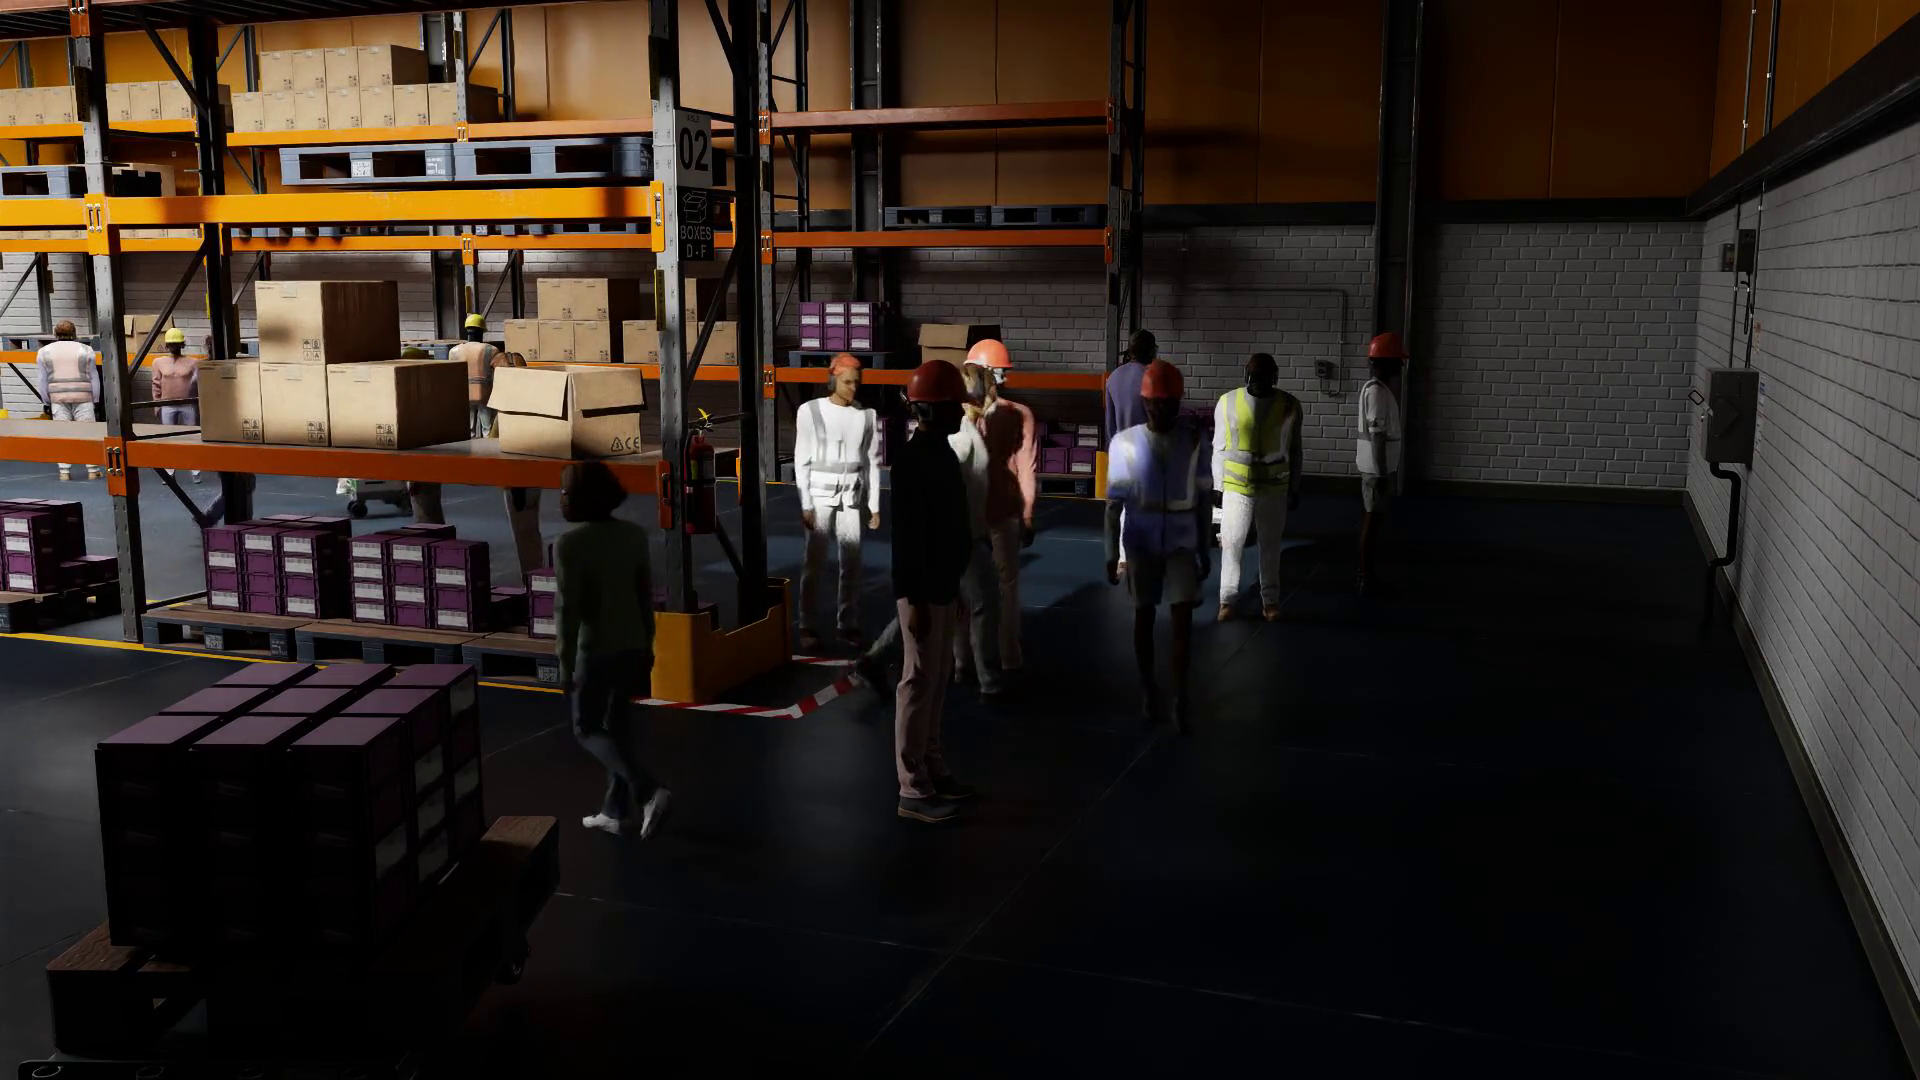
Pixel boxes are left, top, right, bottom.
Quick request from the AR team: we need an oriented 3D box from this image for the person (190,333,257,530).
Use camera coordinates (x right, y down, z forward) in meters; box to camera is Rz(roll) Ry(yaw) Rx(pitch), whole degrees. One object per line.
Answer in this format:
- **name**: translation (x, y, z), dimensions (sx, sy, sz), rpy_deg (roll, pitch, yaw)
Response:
- **person**: translation (-6.276, -0.849, 14.269), dimensions (0.747, 1.883, 0.668), rpy_deg (1, 9, 5)

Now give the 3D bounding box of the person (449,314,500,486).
- **person**: translation (-5.404, -1.561, 18.652), dimensions (0.585, 1.917, 0.382), rpy_deg (0, 9, 0)

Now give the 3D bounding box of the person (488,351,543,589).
- **person**: translation (-3.070, -0.389, 11.560), dimensions (0.428, 1.836, 0.625), rpy_deg (-2, 9, -12)

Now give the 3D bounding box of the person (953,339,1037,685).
- **person**: translation (0.151, -0.158, 9.603), dimensions (0.612, 1.991, 0.392), rpy_deg (3, 9, 17)

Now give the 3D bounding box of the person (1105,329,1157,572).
- **person**: translation (1.404, -0.685, 13.077), dimensions (0.372, 1.940, 0.627), rpy_deg (-7, 11, -36)

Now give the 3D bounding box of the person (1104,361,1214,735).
- **person**: translation (1.032, 0.050, 8.520), dimensions (0.571, 1.908, 0.804), rpy_deg (0, 9, 1)

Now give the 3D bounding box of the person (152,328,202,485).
- **person**: translation (-8.814, -1.504, 18.758), dimensions (0.525, 1.771, 0.305), rpy_deg (-3, 10, -18)

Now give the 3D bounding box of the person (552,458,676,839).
- **person**: translation (-1.399, 0.471, 6.823), dimensions (0.540, 1.611, 0.526), rpy_deg (6, 11, 35)

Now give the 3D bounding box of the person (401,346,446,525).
- **person**: translation (-4.048, -0.535, 12.477), dimensions (0.404, 1.827, 0.600), rpy_deg (-1, 9, -7)

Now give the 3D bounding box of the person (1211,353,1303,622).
- **person**: translation (2.017, -0.355, 11.328), dimensions (0.620, 1.838, 0.429), rpy_deg (1, 9, 5)

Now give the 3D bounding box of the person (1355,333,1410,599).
- **person**: translation (3.082, -0.542, 12.182), dimensions (0.354, 1.939, 0.544), rpy_deg (2, 9, 11)

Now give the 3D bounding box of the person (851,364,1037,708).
- **person**: translation (-0.099, -0.009, 9.003), dimensions (0.957, 1.897, 0.637), rpy_deg (0, 9, -2)

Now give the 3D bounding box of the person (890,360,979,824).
- **person**: translation (-0.114, 0.216, 7.249), dimensions (0.382, 1.994, 0.613), rpy_deg (2, 9, 13)

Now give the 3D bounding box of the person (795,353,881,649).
- **person**: translation (-0.770, -0.240, 10.480), dimensions (0.608, 1.872, 0.434), rpy_deg (-6, 11, -34)

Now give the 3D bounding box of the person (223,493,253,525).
- **person**: translation (-6.600, -0.971, 15.052), dimensions (0.355, 1.883, 0.575), rpy_deg (-2, 9, -14)

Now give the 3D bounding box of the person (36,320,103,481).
- **person**: translation (-10.218, -1.600, 19.129), dimensions (0.619, 1.845, 0.430), rpy_deg (-3, 10, -20)

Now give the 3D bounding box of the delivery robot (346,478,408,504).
- **delivery robot**: translation (-5.644, -0.560, 16.331), dimensions (0.707, 0.478, 0.477), rpy_deg (-5, 10, -28)

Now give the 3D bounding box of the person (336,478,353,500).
- **person**: translation (-6.499, -1.331, 17.651), dimensions (0.525, 1.789, 1.052), rpy_deg (-5, 10, -30)
